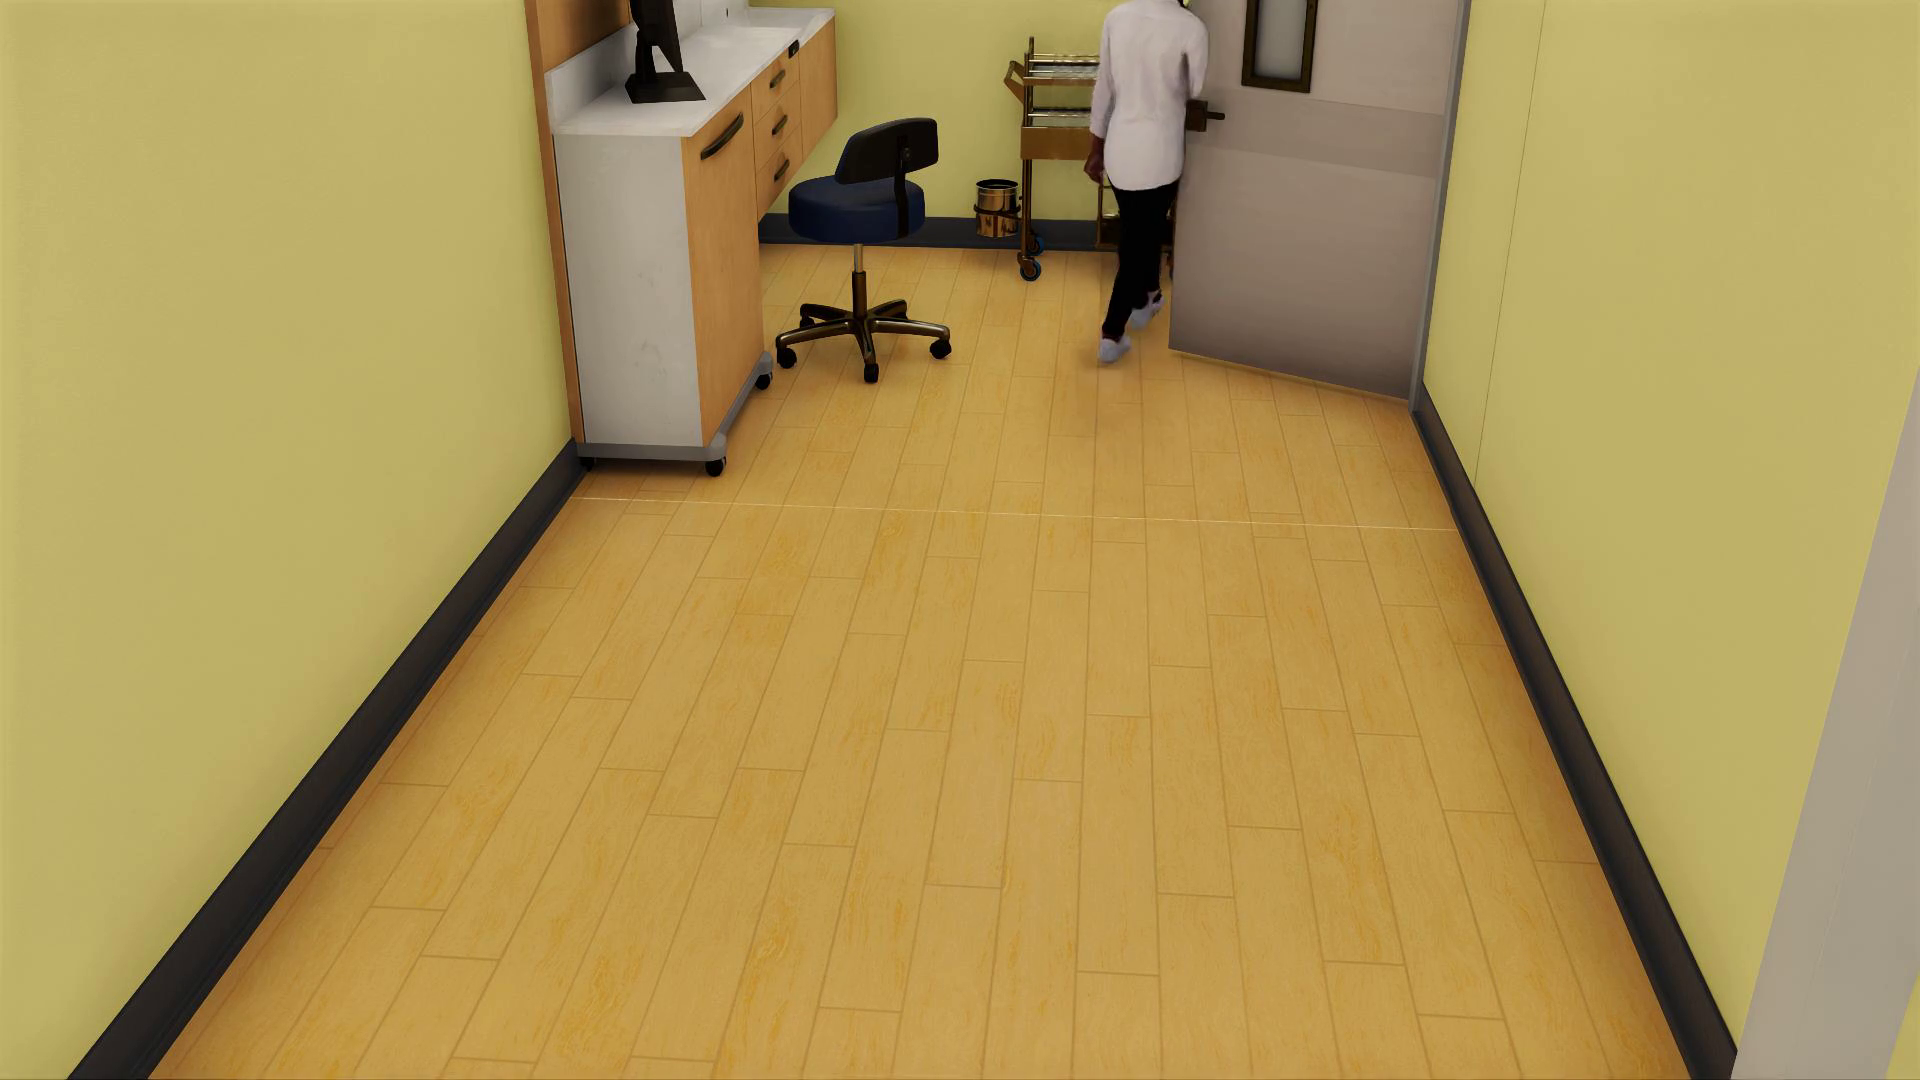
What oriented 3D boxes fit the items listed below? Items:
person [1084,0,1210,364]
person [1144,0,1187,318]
[{"bbox_3d":[0.735,-1.596,6.893,0.996,1.780,0.958,14,29,27],"label":"person"},{"bbox_3d":[0.891,-1.744,7.307,0.747,1.686,0.703,-10,27,-19],"label":"person"}]
